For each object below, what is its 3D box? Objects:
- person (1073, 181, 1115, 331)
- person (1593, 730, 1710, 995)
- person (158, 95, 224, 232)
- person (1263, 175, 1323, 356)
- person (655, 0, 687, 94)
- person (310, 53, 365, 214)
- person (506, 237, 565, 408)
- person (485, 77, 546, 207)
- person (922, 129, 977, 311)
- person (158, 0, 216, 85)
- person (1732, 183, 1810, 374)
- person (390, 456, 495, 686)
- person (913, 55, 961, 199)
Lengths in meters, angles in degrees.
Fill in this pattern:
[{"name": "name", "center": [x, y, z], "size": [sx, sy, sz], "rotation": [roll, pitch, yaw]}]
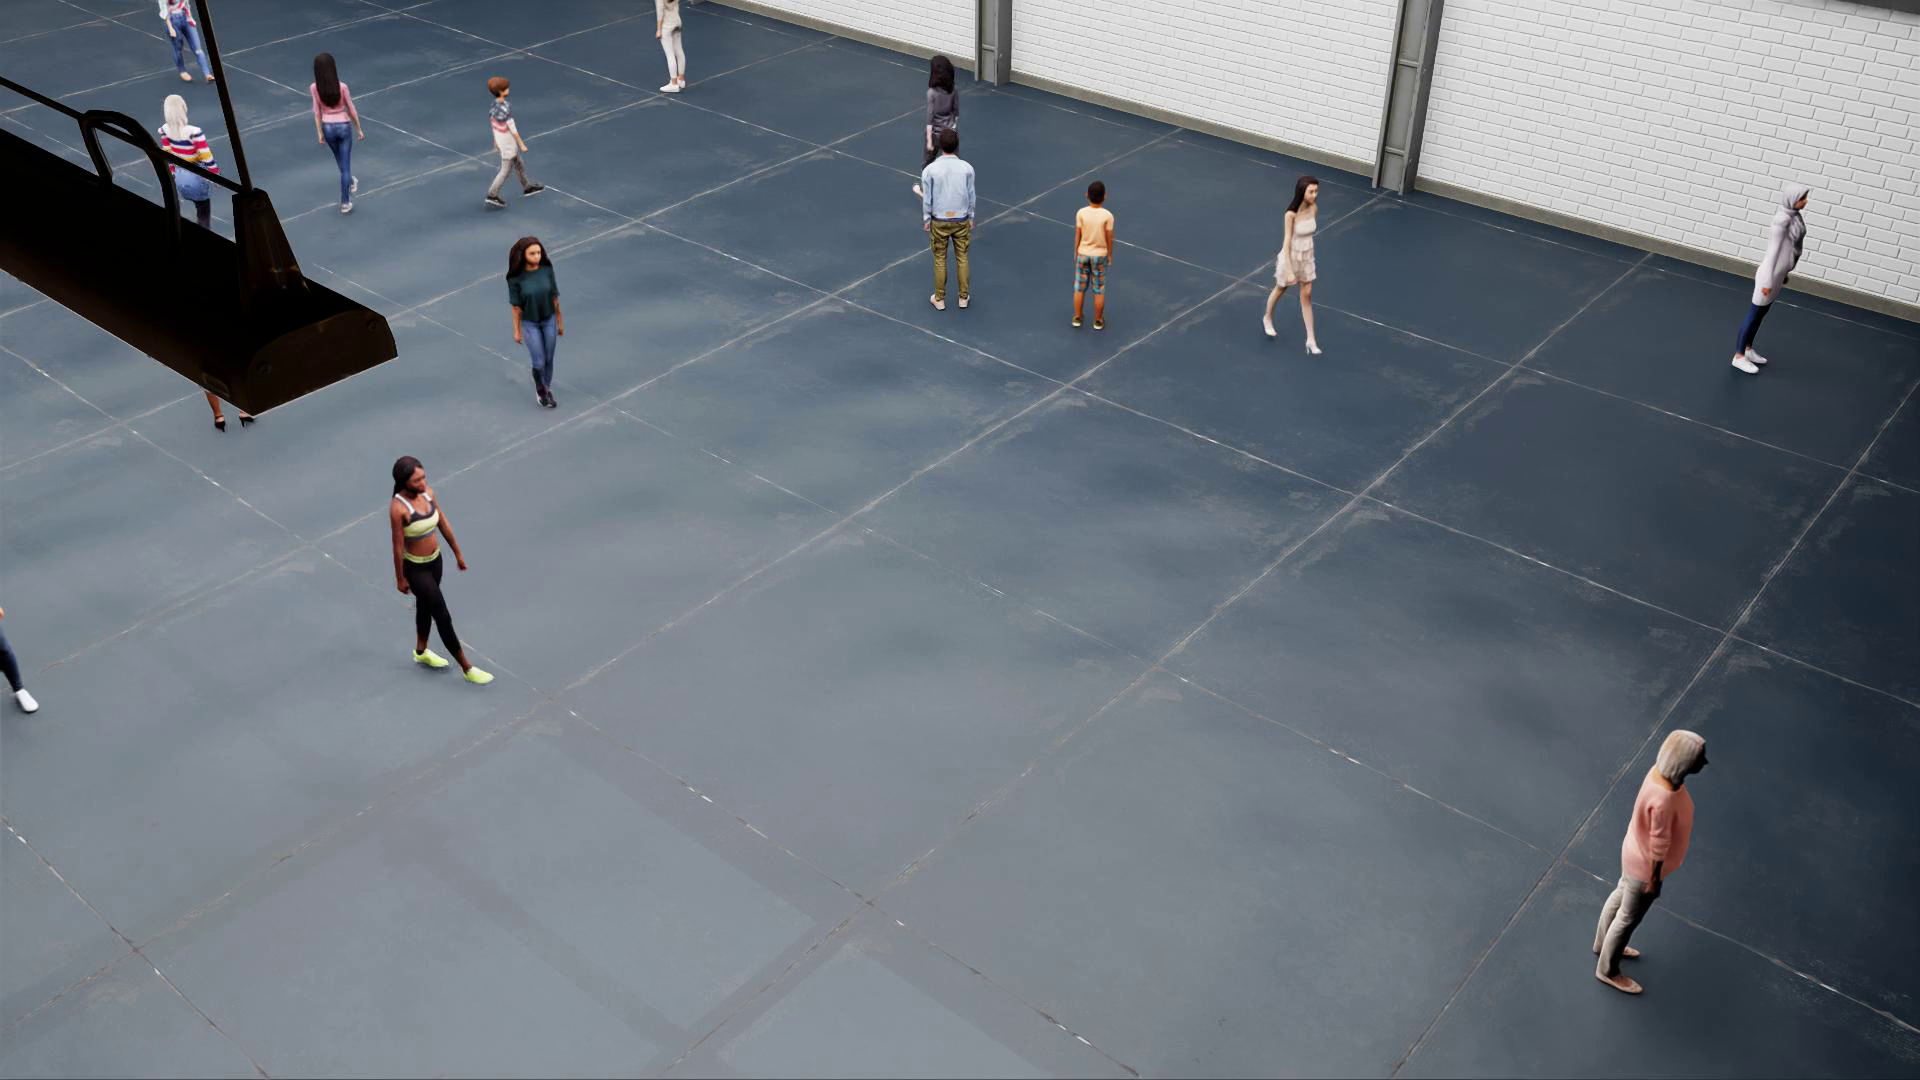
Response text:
[{"name": "person", "center": [1.269, -2.730, 15.960], "size": [0.549, 1.459, 0.645], "rotation": [6, 34, 9]}, {"name": "person", "center": [3.732, 1.710, 9.040], "size": [0.635, 1.724, 0.665], "rotation": [11, 35, 16]}, {"name": "person", "center": [-7.911, -3.644, 17.031], "size": [0.721, 1.796, 0.831], "rotation": [9, 35, 13]}, {"name": "person", "center": [3.059, -2.591, 15.544], "size": [0.804, 1.687, 1.121], "rotation": [-18, 38, -25]}, {"name": "person", "center": [-3.790, -6.738, 21.764], "size": [0.617, 1.709, 0.636], "rotation": [16, 37, 23]}, {"name": "person", "center": [-6.877, -4.458, 18.334], "size": [1.023, 1.709, 1.099], "rotation": [-4, 34, -6]}, {"name": "person", "center": [-3.745, -1.930, 14.625], "size": [0.660, 1.604, 0.680], "rotation": [-22, 39, -29]}, {"name": "person", "center": [-5.111, -4.416, 18.538], "size": [0.747, 1.412, 0.962], "rotation": [-22, 39, -29]}, {"name": "person", "center": [-0.100, -3.124, 16.233], "size": [0.757, 1.812, 0.798], "rotation": [-5, 34, -8]}, {"name": "person", "center": [-10.386, -6.829, 22.021], "size": [1.003, 1.575, 0.610], "rotation": [24, 41, 32]}, {"name": "person", "center": [7.407, -2.409, 15.192], "size": [0.535, 1.775, 0.618], "rotation": [28, 43, 35]}, {"name": "person", "center": [-3.731, 0.177, 11.344], "size": [1.036, 1.727, 0.777], "rotation": [13, 36, 19]}, {"name": "person", "center": [-0.143, -4.370, 18.202], "size": [0.877, 1.708, 1.258], "rotation": [-19, 38, -26]}]
